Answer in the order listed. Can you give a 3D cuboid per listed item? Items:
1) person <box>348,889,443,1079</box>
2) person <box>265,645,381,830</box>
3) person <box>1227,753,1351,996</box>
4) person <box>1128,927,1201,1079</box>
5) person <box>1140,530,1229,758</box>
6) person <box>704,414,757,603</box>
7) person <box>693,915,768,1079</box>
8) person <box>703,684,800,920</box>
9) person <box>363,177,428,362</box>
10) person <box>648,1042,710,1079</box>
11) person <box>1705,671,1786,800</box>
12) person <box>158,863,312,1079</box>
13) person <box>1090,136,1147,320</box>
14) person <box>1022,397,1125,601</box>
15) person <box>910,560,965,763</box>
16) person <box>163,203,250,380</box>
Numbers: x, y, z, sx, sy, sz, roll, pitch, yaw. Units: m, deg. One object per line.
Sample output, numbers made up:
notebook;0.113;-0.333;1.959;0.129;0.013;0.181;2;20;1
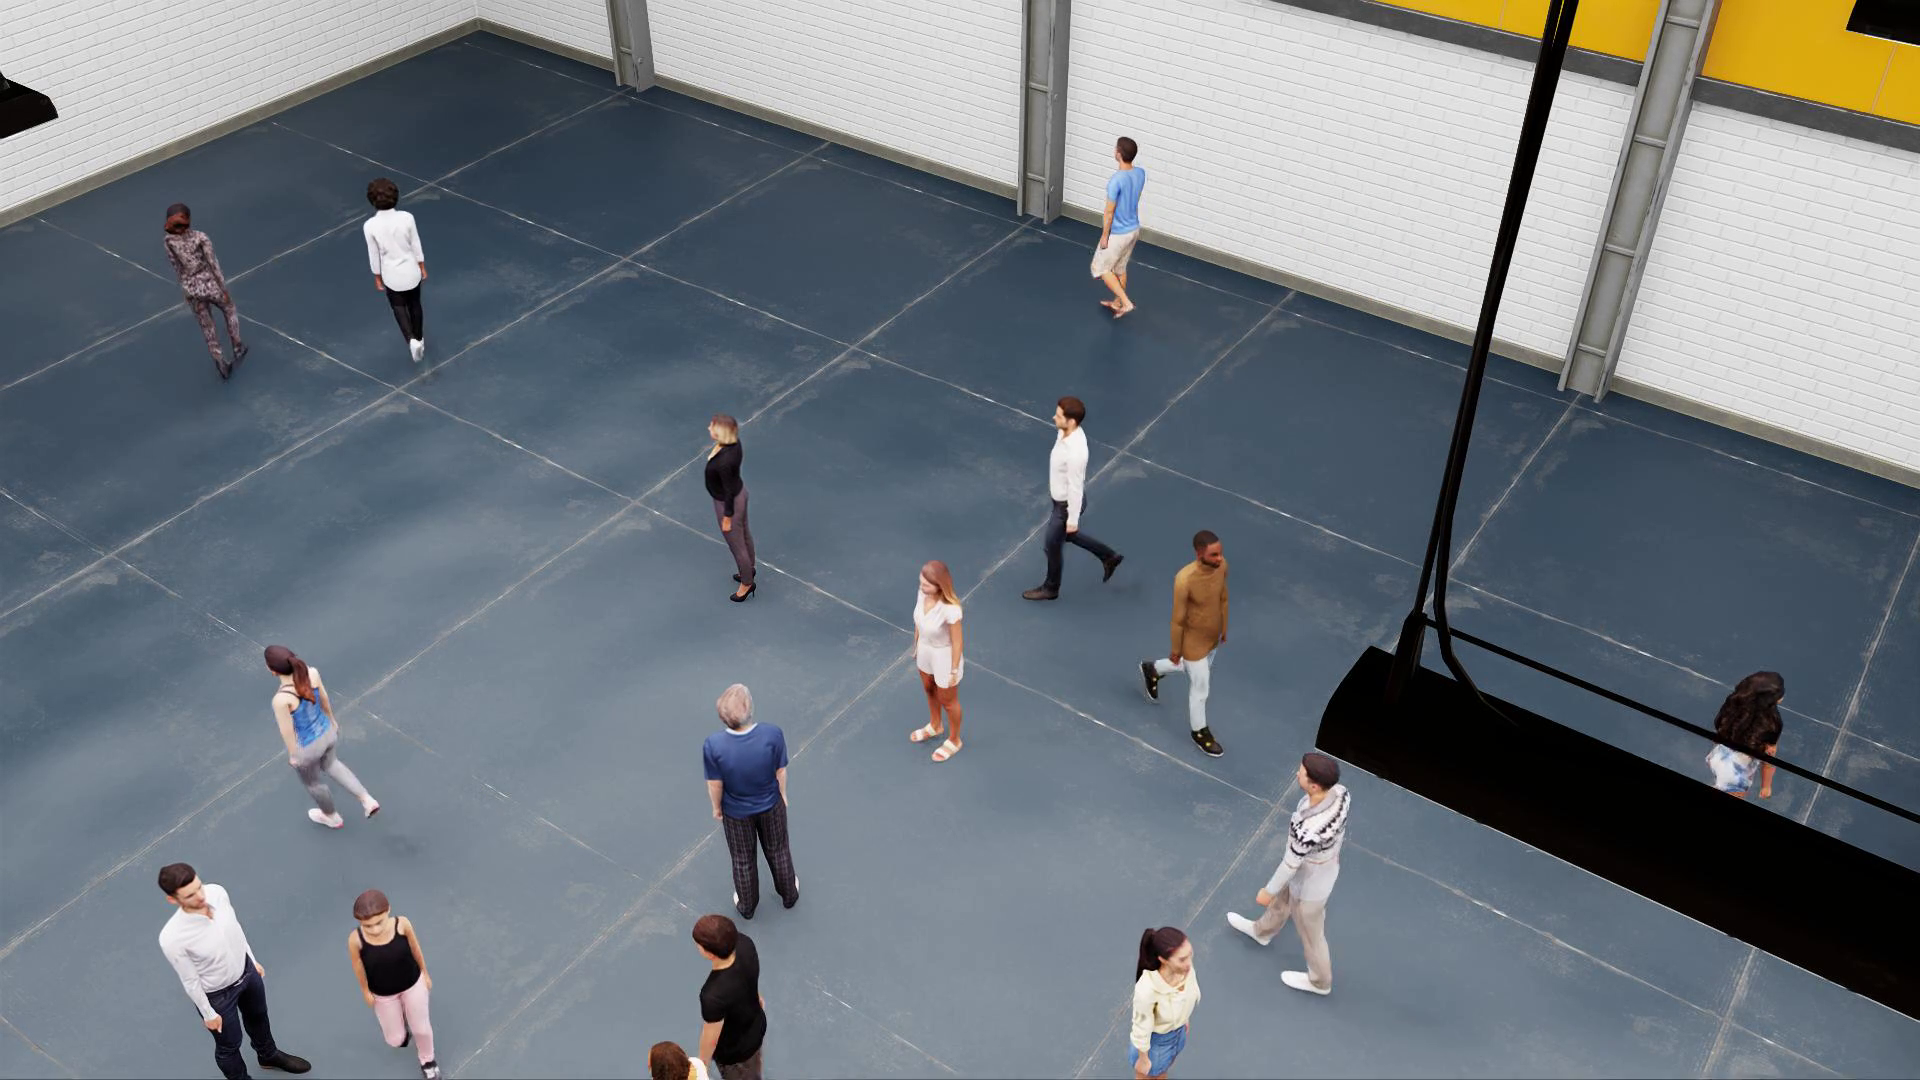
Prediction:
person;-3.169;2.454;9.345;0.725;1.552;0.862;-17;42;-20
person;-4.131;1.317;10.732;0.866;1.596;0.677;13;40;16
person;2.117;1.997;9.691;1.011;1.834;0.748;18;42;22
person;1.083;2.664;9.019;0.580;1.631;0.652;28;46;30
person;1.573;0.624;11.441;0.813;1.795;1.156;-29;47;-31
person;-1.719;-0.249;12.635;0.710;1.670;0.689;1;39;2
person;-1.108;2.649;8.861;0.849;1.851;0.829;8;39;9
person;-1.266;1.606;10.152;0.737;1.870;0.778;-9;39;-10
person;-5.136;-2.454;15.295;0.892;1.796;1.042;-17;42;-20
person;-1.277;3.122;8.421;0.853;1.662;0.778;13;40;16
person;4.824;1.475;10.521;0.768;1.614;0.708;-7;39;-8
person;-4.052;2.419;9.135;0.679;1.868;0.684;12;40;14
person;1.587;-2.908;15.821;0.740;1.849;0.840;-30;48;-32
person;0.895;-0.278;12.530;1.139;1.846;1.038;-3;39;-4
person;-0.136;0.794;11.309;0.688;1.695;0.564;-26;46;-29
person;-6.882;-2.217;15.079;0.840;1.695;0.886;-3;39;-3
